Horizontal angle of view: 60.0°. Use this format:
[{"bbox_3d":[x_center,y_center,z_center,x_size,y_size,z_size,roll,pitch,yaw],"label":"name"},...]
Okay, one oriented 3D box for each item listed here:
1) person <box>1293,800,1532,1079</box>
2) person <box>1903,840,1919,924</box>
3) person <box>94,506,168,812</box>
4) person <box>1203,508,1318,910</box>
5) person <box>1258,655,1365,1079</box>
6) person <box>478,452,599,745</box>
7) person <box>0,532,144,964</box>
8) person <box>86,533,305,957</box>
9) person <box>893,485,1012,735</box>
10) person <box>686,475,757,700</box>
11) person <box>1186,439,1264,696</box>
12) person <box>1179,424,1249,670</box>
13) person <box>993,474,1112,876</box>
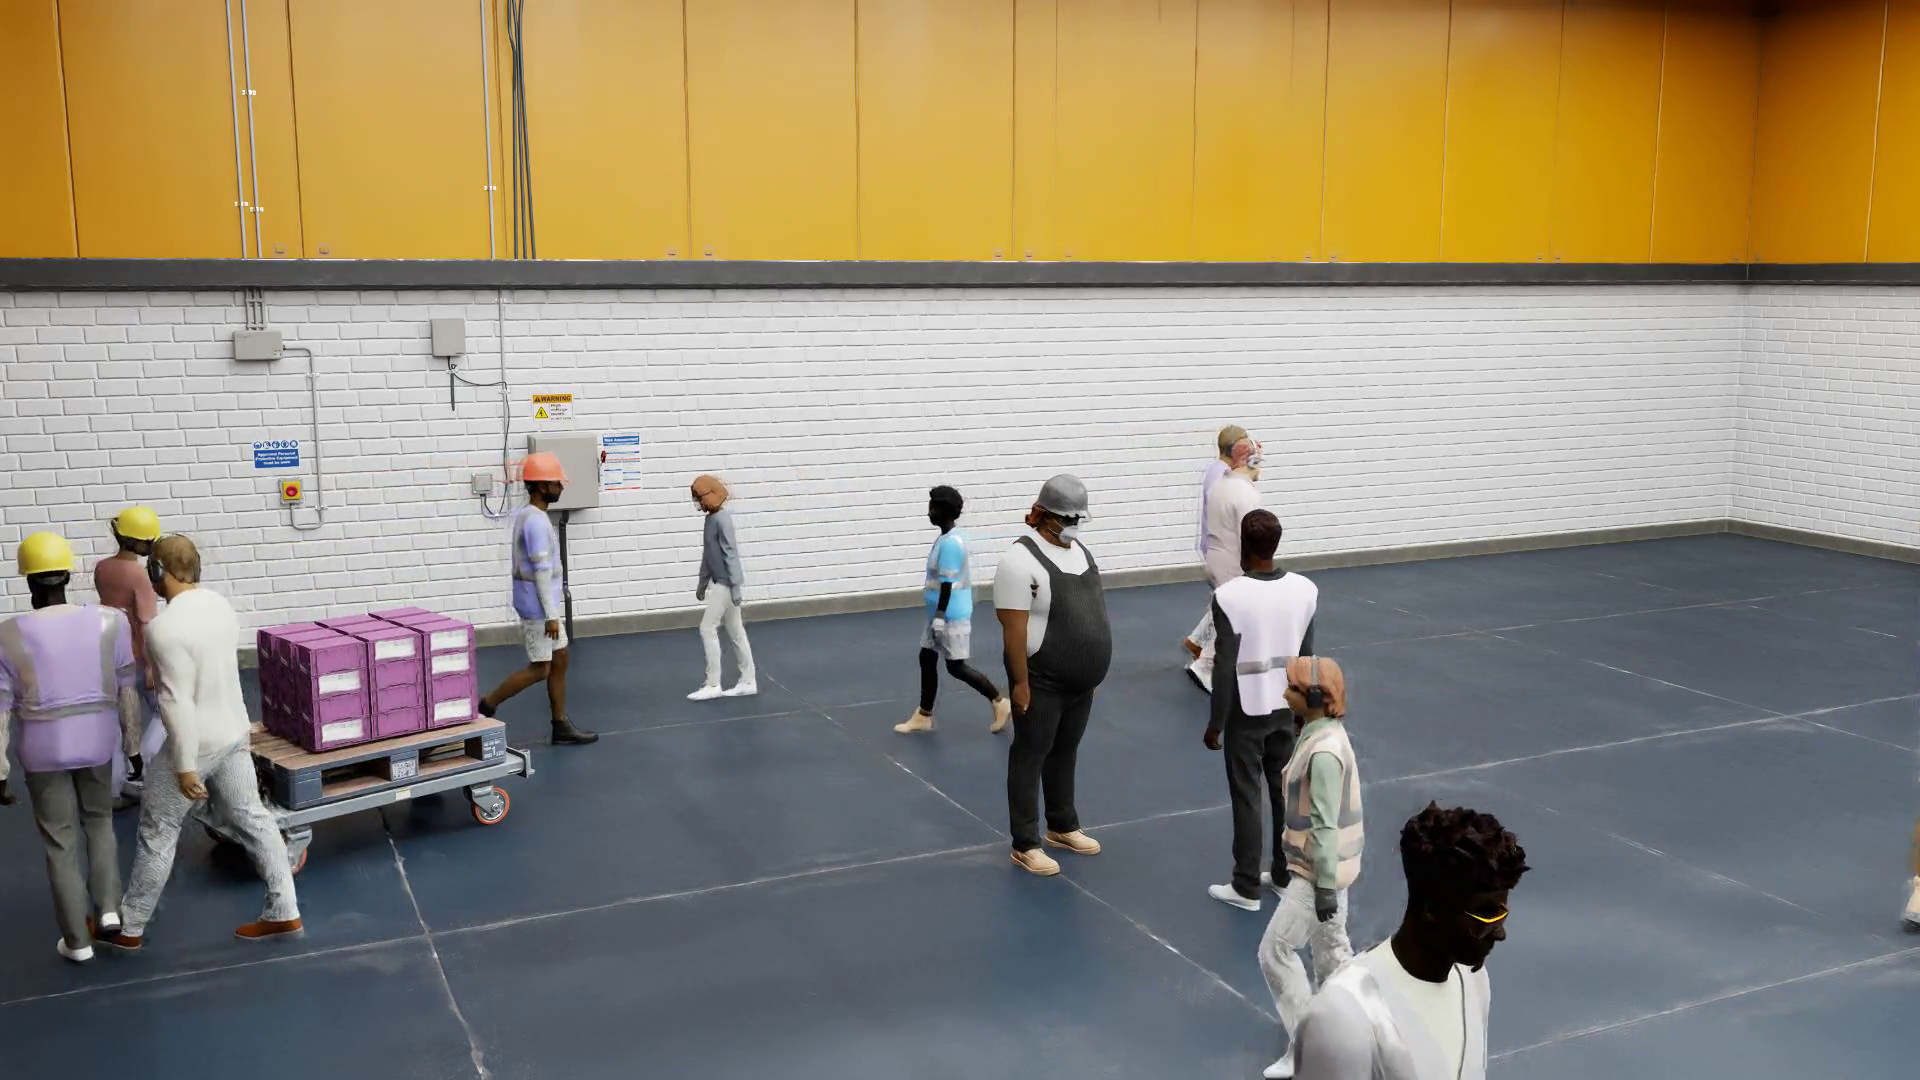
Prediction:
[{"bbox_3d":[0.972,1.508,3.527,0.644,1.933,0.638,9,13,43],"label":"person"},{"bbox_3d":[4.785,0.817,7.729,1.049,1.989,0.602,-8,12,-40],"label":"person"},{"bbox_3d":[-4.635,0.668,9.331,0.553,1.734,0.391,4,10,25],"label":"person"},{"bbox_3d":[1.442,0.808,7.935,0.596,1.916,0.372,-5,10,-28],"label":"person"},{"bbox_3d":[1.305,1.230,6.228,0.494,1.620,0.541,2,9,12],"label":"person"},{"bbox_3d":[-2.739,0.404,10.476,0.776,1.913,0.557,-2,9,-12],"label":"person"},{"bbox_3d":[-3.920,0.913,7.275,0.609,1.915,0.416,-9,13,-43],"label":"person"},{"bbox_3d":[-3.459,0.912,7.416,1.002,1.878,0.642,1,9,3],"label":"person"},{"bbox_3d":[-0.020,0.468,10.816,0.753,1.668,0.536,-1,9,-9],"label":"person"},{"bbox_3d":[-1.744,0.337,11.803,0.636,1.597,0.521,-3,10,-16],"label":"person"},{"bbox_3d":[1.899,0.238,11.582,0.467,1.881,0.731,-2,9,-12],"label":"person"},{"bbox_3d":[1.950,0.103,12.292,0.455,1.925,0.631,2,9,10],"label":"person"},{"bbox_3d":[0.518,0.658,8.486,0.536,2.000,0.675,7,12,38],"label":"person"}]
